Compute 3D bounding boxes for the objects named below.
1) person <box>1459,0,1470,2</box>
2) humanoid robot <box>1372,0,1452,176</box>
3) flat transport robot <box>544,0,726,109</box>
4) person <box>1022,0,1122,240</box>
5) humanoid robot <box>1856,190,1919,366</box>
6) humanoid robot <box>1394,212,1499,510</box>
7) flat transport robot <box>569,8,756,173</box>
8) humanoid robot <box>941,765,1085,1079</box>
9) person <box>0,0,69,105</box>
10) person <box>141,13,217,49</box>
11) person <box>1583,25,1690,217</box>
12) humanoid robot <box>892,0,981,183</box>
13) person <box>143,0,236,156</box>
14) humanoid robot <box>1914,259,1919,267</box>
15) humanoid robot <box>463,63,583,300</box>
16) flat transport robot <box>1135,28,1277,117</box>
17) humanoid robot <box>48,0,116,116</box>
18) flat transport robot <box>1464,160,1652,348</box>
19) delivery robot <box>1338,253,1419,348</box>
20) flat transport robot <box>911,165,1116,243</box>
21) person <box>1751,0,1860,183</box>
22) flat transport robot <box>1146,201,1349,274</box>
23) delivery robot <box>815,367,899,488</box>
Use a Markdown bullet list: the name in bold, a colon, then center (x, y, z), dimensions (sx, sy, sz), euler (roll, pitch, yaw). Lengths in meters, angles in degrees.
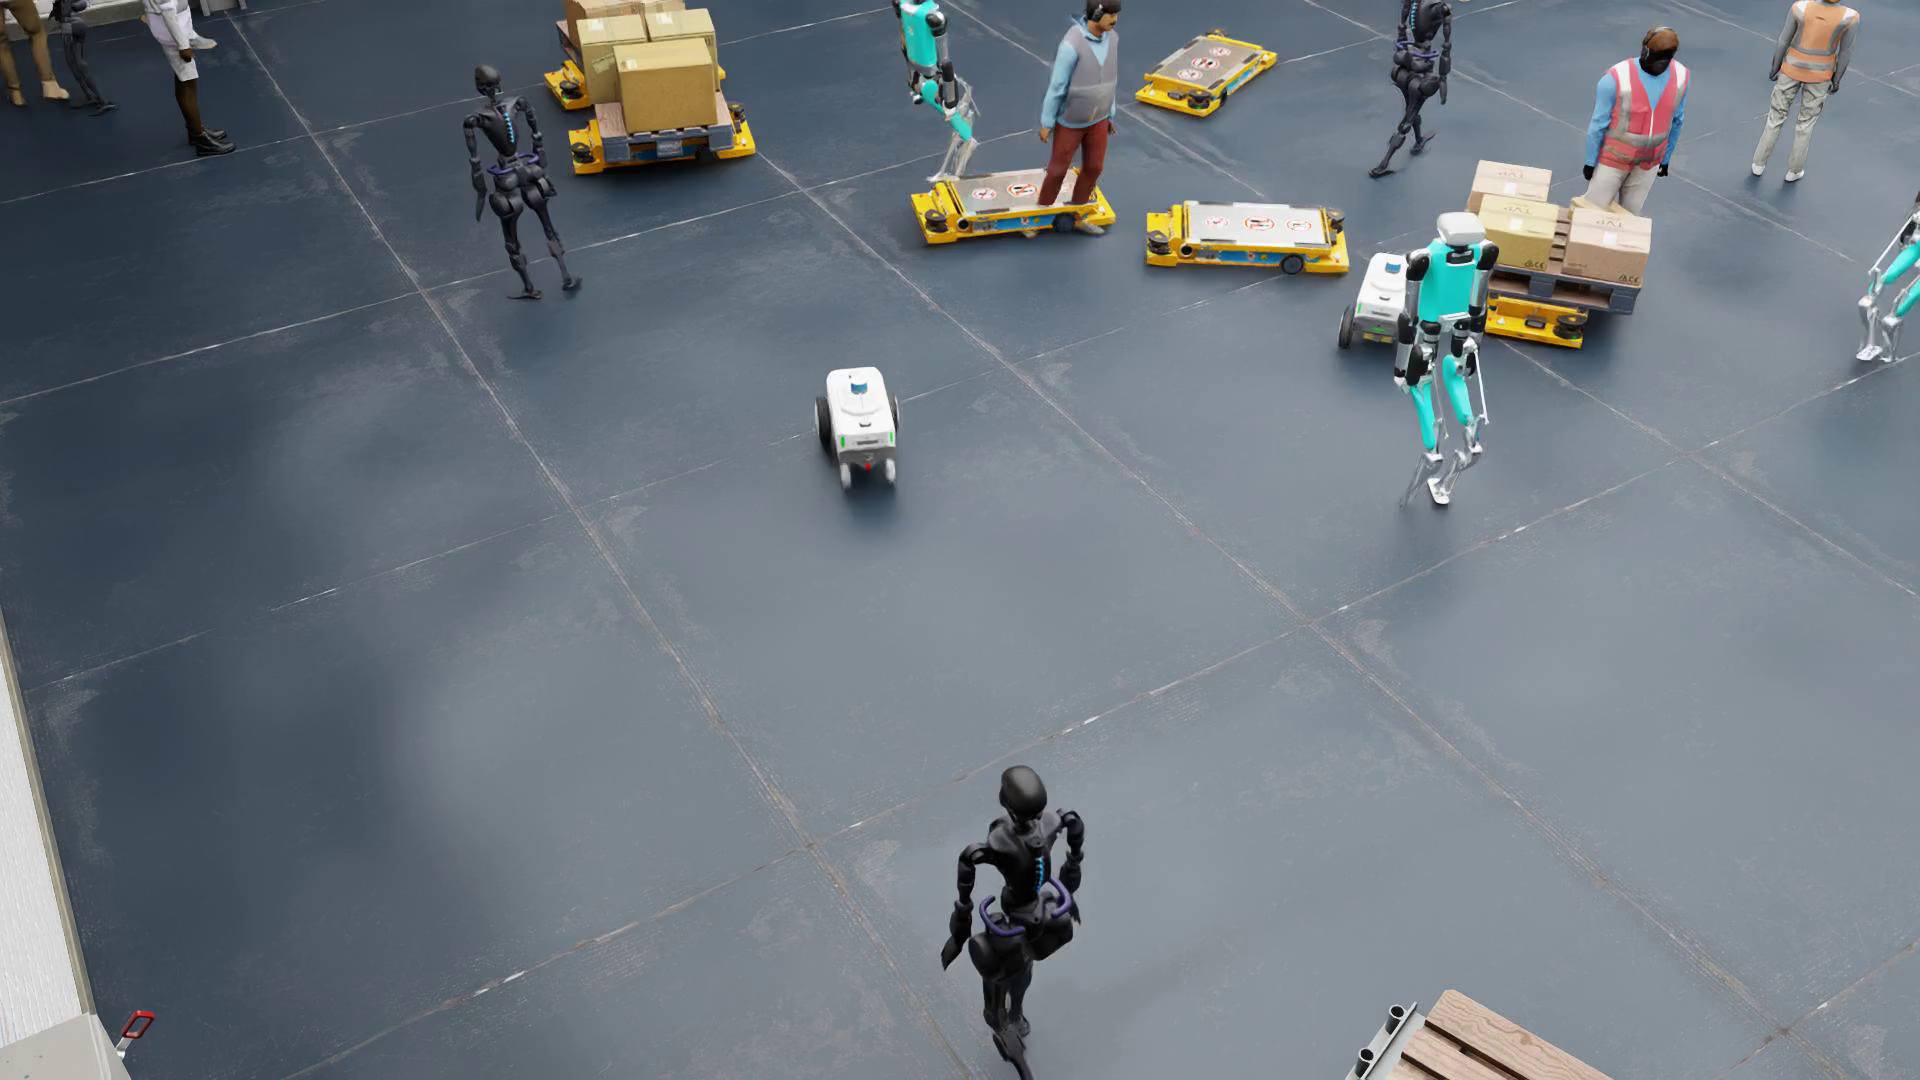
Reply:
- **person**: center (4.918, -6.066, 15.649), dimensions (0.356, 1.882, 0.571), euler (31, 48, 33)
- **humanoid robot**: center (3.556, -3.647, 12.795), dimensions (0.806, 1.617, 0.589), euler (-20, 43, -23)
- **flat transport robot**: center (-2.820, -4.055, 14.409), dimensions (1.431, 0.231, 0.659), euler (-17, 42, -21)
- **person**: center (0.794, -3.002, 11.810), dimensions (0.675, 1.848, 0.477), euler (-23, 44, -26)
- **humanoid robot**: center (5.994, -1.814, 10.391), dimensions (0.703, 1.776, 0.539), euler (-15, 41, -18)
- **humanoid robot**: center (2.734, -0.877, 9.252), dimensions (0.530, 1.830, 0.704), euler (-10, 40, -13)
- **flat transport robot**: center (-2.403, -3.236, 13.375), dimensions (1.431, 0.231, 0.659), euler (-9, 39, -11)
- **humanoid robot**: center (0.258, 1.499, 6.298), dimensions (0.587, 1.648, 0.690), euler (-19, 42, -22)
- **person**: center (-7.896, -4.435, 13.698), dimensions (0.562, 1.756, 0.392), euler (-15, 41, -18)
- **person**: center (-7.061, -5.204, 14.572), dimensions (0.529, 1.865, 0.580), euler (-1, 38, -1)
- **person**: center (4.551, -2.601, 11.315), dimensions (0.637, 1.838, 0.430), euler (-3, 39, -4)
- **humanoid robot**: center (-0.078, -3.358, 12.364), dimensions (0.812, 1.796, 0.535), euler (-26, 45, -29)
- **person**: center (-6.094, -3.958, 12.943), dimensions (0.359, 1.939, 0.542), euler (-20, 42, -23)
- **humanoid robot**: center (6.820, -2.505, 11.329), dimensions (0.534, 1.845, 0.803), euler (5, 39, 6)
- **humanoid robot**: center (-2.942, -2.366, 11.149), dimensions (0.597, 1.647, 0.467), euler (-31, 48, -33)
- **flat transport robot**: center (2.147, -4.055, 14.408), dimensions (0.659, 0.231, 1.431), euler (22, 43, 26)
- **humanoid robot**: center (-7.357, -4.307, 13.595), dimensions (0.433, 1.654, 0.600), euler (-22, 44, -26)
- **flat transport robot**: center (4.041, -1.803, 11.567), dimensions (0.659, 0.231, 1.431), euler (13, 40, 15)
- **delivery robot**: center (2.842, -1.595, 11.071), dimensions (0.499, 0.590, 0.793), euler (13, 40, 15)
- **flat transport robot**: center (0.395, -2.518, 12.470), dimensions (1.431, 0.231, 0.659), euler (-8, 39, -10)
- **person**: center (6.419, -3.522, 12.631), dimensions (0.522, 1.638, 0.309), euler (21, 43, 24)
- **flat transport robot**: center (2.075, -2.197, 12.064), dimensions (1.431, 0.231, 0.659), euler (3, 39, 4)
- **delivery robot**: center (-0.596, -0.725, 9.957), dimensions (0.499, 0.571, 0.756), euler (-6, 39, -8)
